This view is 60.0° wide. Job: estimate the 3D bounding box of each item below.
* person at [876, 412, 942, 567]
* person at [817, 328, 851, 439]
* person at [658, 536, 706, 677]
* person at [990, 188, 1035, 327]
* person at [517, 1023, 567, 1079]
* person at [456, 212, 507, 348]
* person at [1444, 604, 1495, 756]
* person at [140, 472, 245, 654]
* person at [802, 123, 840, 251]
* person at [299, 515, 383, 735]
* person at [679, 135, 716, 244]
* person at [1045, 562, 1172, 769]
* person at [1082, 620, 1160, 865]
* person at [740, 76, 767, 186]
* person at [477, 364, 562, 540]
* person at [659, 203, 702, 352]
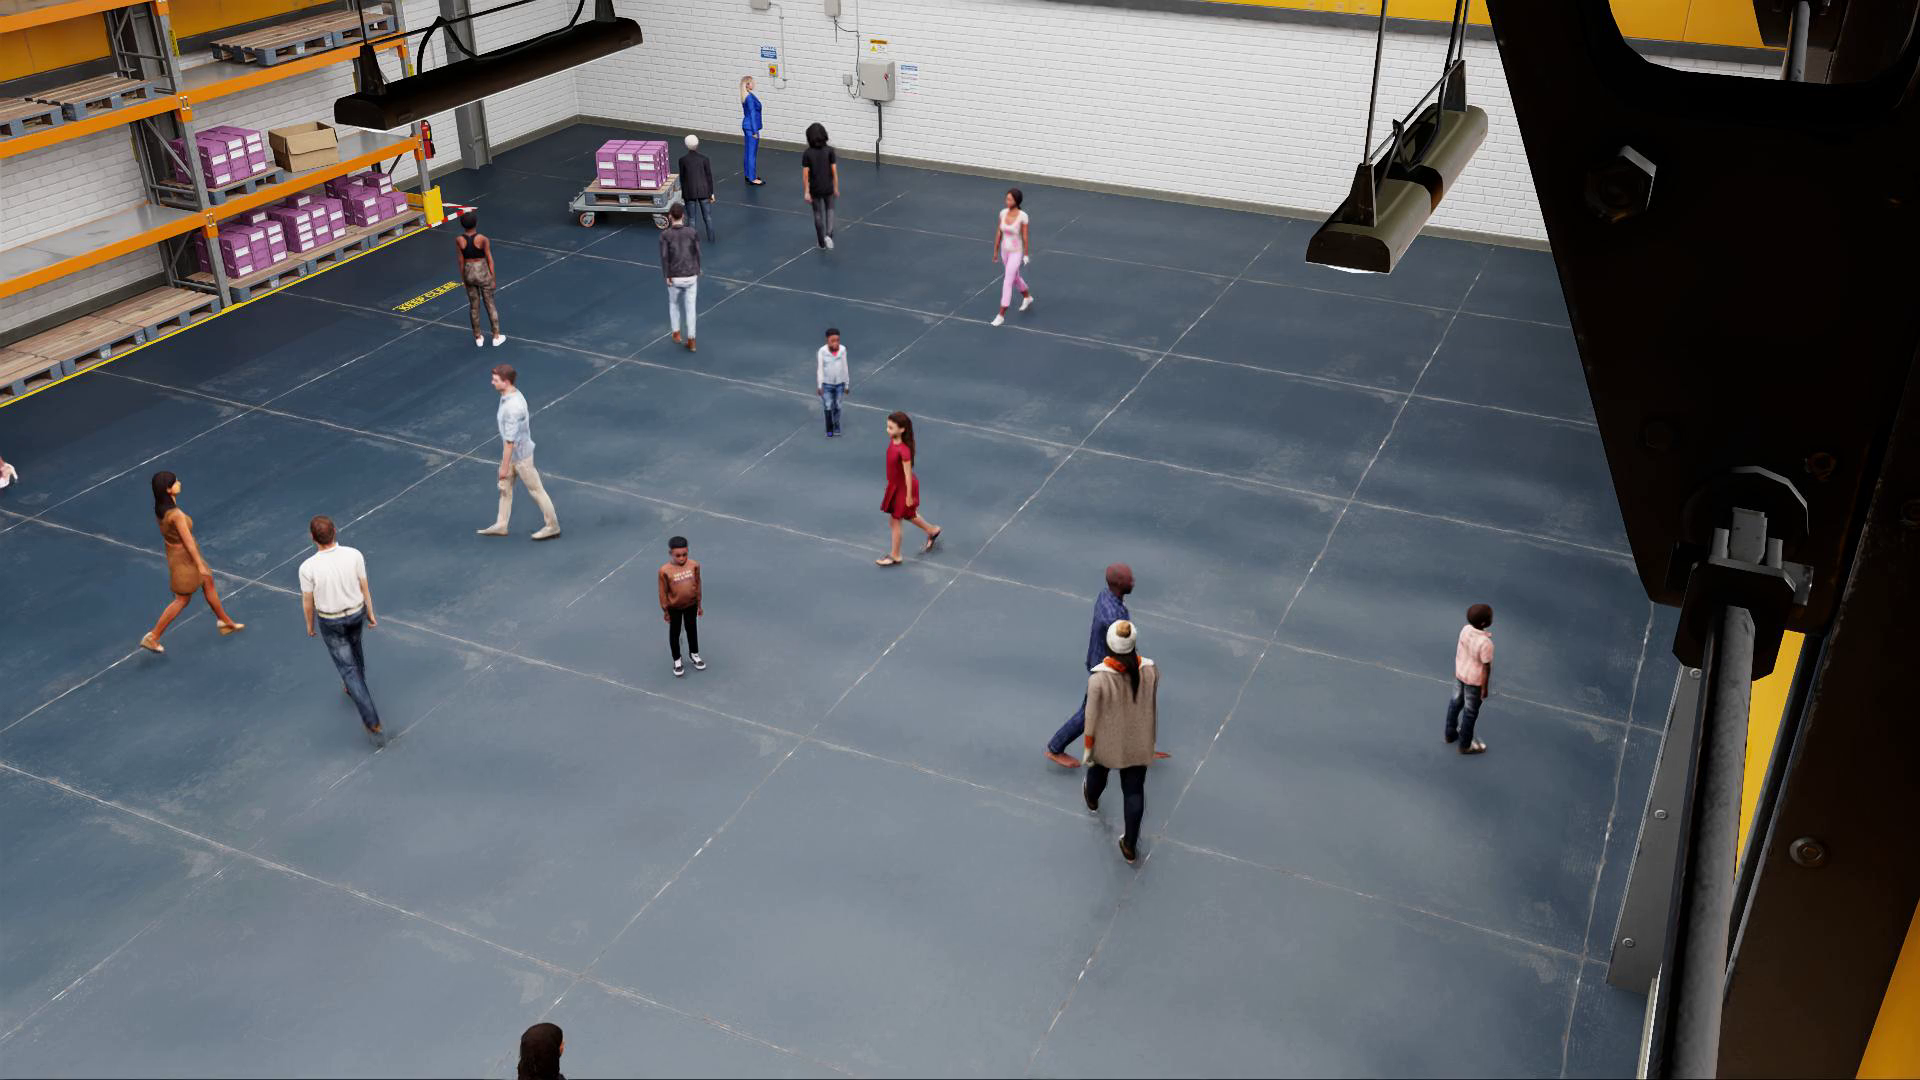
[{"bbox_3d":[-0.475,-0.513,15.663,0.957,1.537,0.902,-11,31,-19],"label":"person"},{"bbox_3d":[-1.406,-1.761,18.250,0.597,1.250,0.651,-7,29,-13],"label":"person"},{"bbox_3d":[-2.349,0.527,14.049,0.572,1.256,0.652,-14,31,-24],"label":"person"},{"bbox_3d":[0.717,-3.633,21.215,0.783,1.699,1.233,20,35,33],"label":"person"},{"bbox_3d":[-2.241,3.228,8.729,1.055,1.610,0.879,-20,34,-32],"label":"person"},{"bbox_3d":[-5.927,-3.213,20.444,0.653,1.699,0.664,0,29,0],"label":"person"},{"bbox_3d":[3.994,1.064,13.011,0.632,1.307,0.575,-11,30,-19],"label":"person"},{"bbox_3d":[-6.689,0.230,14.175,1.155,1.658,0.891,-21,35,-33],"label":"person"},{"bbox_3d":[-1.952,-4.965,23.524,0.863,1.824,0.930,-5,29,-8],"label":"person"},{"bbox_3d":[-4.853,0.700,13.145,1.255,1.819,1.107,-21,35,-33],"label":"person"},{"bbox_3d":[-3.764,-4.986,24.069,0.824,1.782,0.767,-4,29,-7],"label":"person"},{"bbox_3d":[1.041,1.003,12.643,1.031,1.767,1.243,2,29,3],"label":"person"},{"bbox_3d":[1.156,1.446,11.743,1.057,1.852,1.231,-3,29,-6],"label":"person"},{"bbox_3d":[-3.348,-6.545,26.551,0.753,1.699,0.689,-9,30,-16],"label":"person"},{"bbox_3d":[-4.123,-0.817,15.927,1.109,1.818,1.055,-10,30,-18],"label":"person"},{"bbox_3d":[-3.351,-3.169,20.238,0.914,1.819,0.978,-8,30,-15],"label":"person"}]
